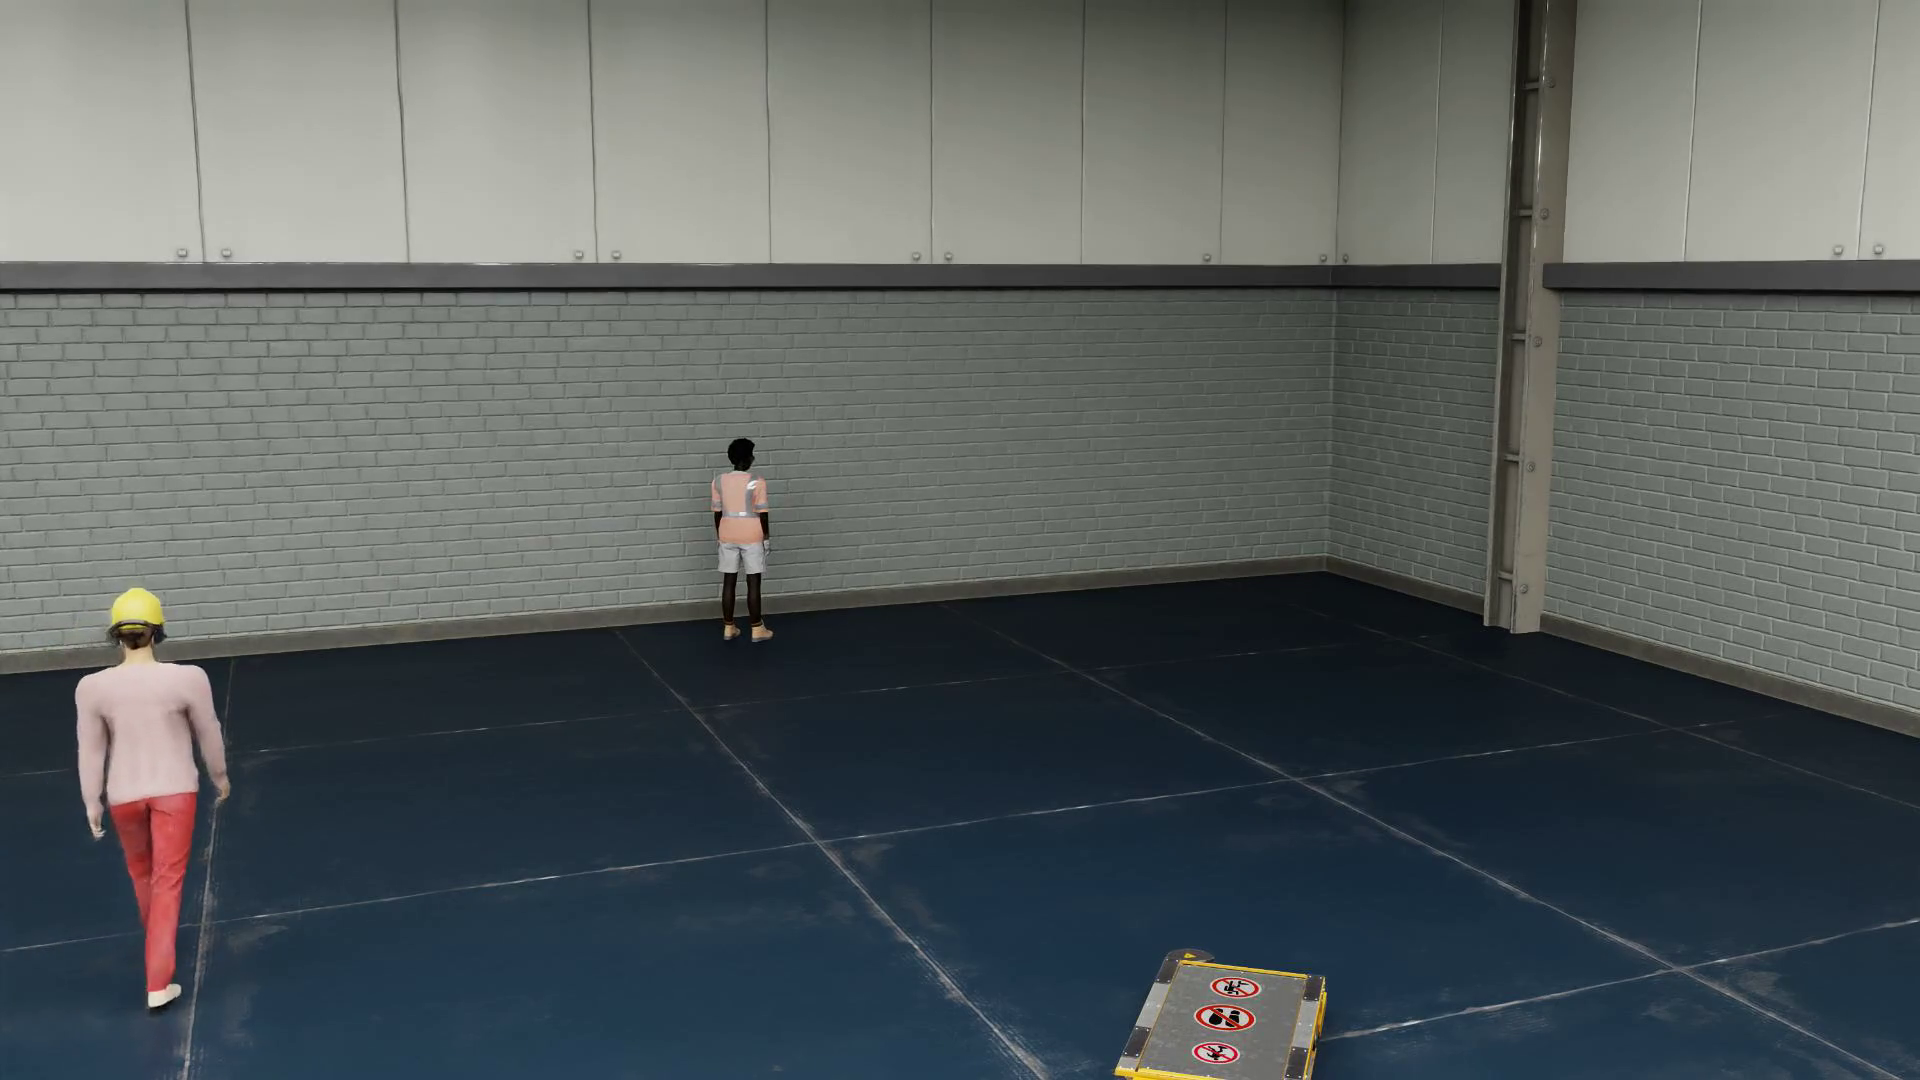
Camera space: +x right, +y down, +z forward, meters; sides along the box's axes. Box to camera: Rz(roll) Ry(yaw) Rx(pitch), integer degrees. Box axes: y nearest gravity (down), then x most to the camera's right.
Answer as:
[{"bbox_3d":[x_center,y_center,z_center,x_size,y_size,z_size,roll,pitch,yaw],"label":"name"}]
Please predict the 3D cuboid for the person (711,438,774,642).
[{"bbox_3d":[-1.804,0.001,13.797,0.529,1.694,0.321,4,10,22],"label":"person"}]

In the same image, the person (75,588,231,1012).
[{"bbox_3d":[-3.421,1.056,7.098,0.531,1.722,0.908,-1,9,-9],"label":"person"}]

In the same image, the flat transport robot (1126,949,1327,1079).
[{"bbox_3d":[0.988,1.915,6.232,0.652,0.197,1.431,3,9,17],"label":"flat transport robot"}]
